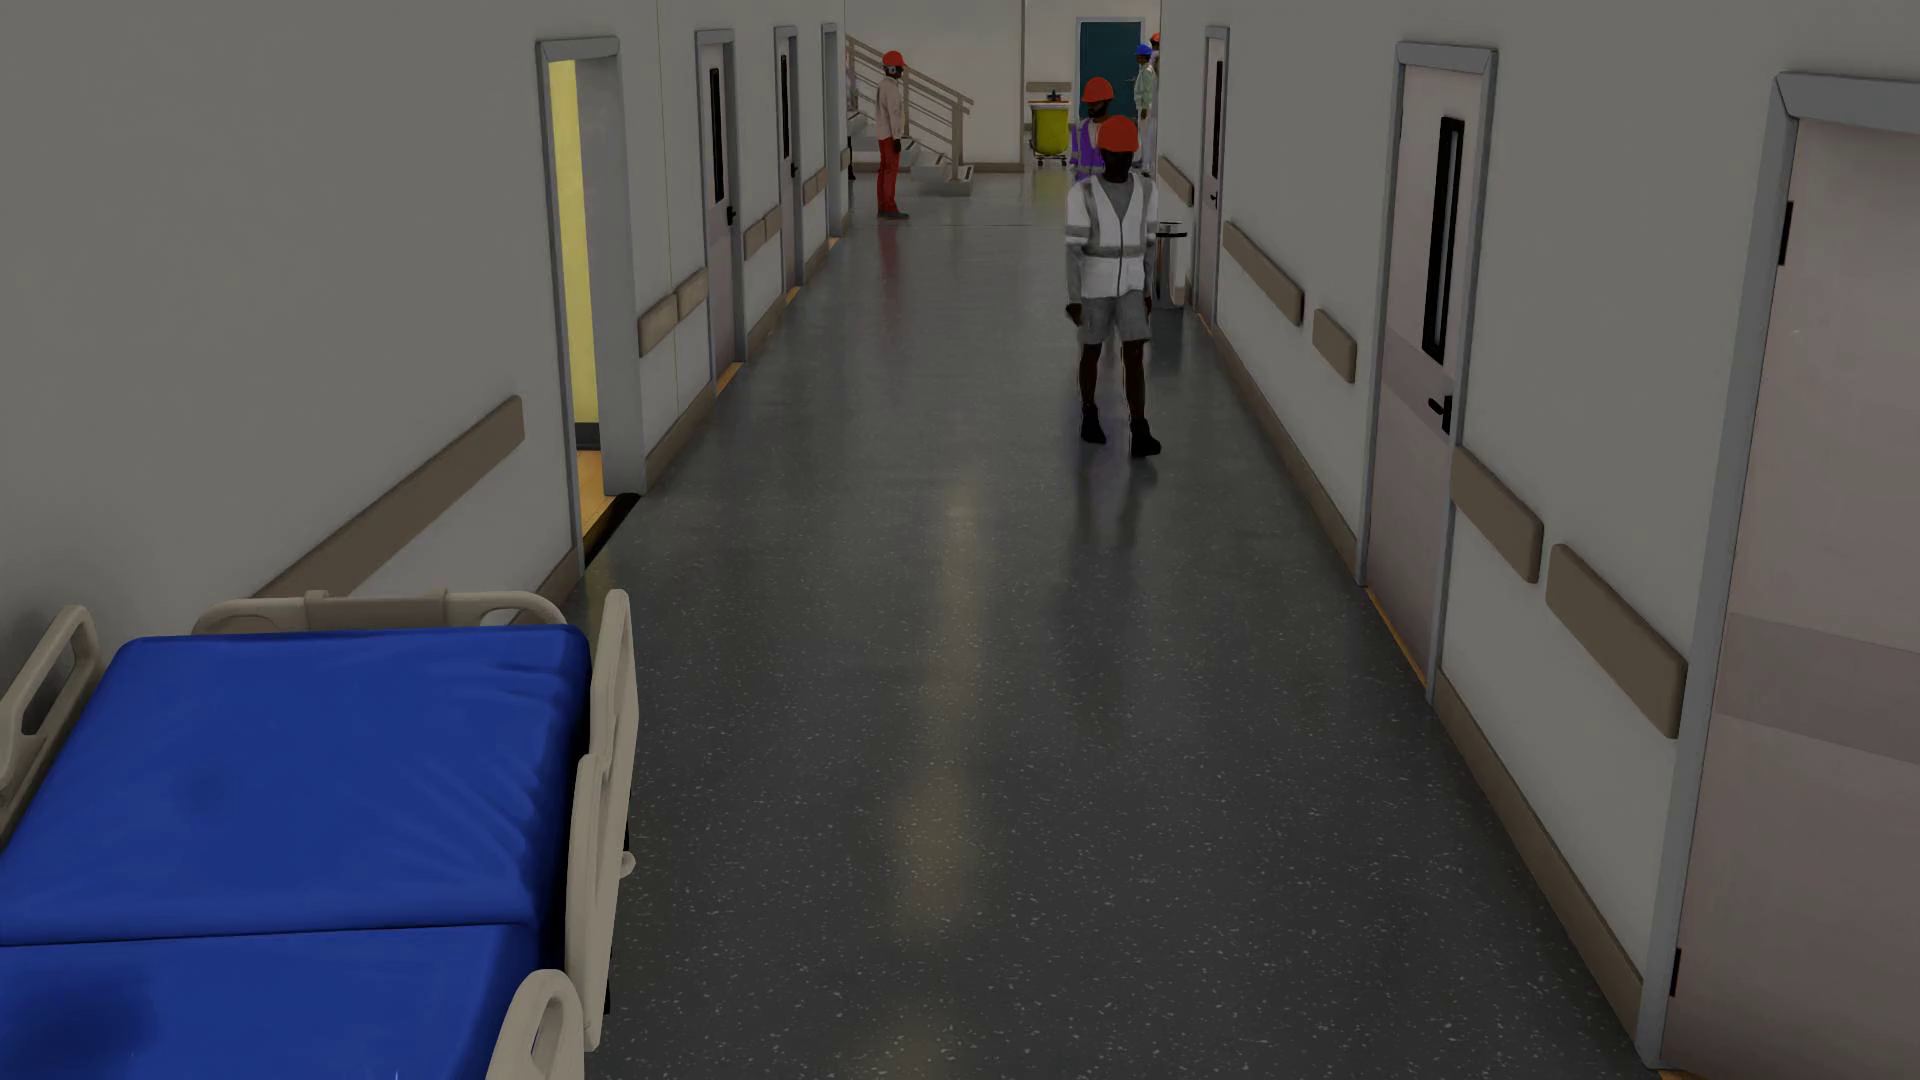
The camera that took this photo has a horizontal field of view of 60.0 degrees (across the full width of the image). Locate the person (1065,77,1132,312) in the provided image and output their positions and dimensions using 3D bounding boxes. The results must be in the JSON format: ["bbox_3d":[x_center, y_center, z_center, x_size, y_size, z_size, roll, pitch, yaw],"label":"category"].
[{"bbox_3d":[1.135,-2.833,13.768,0.553,1.934,0.363,10,20,30],"label":"person"}]

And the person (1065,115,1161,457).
[{"bbox_3d":[0.880,-1.409,9.362,0.568,1.890,0.946,-4,18,-12],"label":"person"}]

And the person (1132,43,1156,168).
[{"bbox_3d":[2.966,-6.980,26.779,0.402,1.949,0.605,1,18,5],"label":"person"}]

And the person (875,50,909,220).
[{"bbox_3d":[-0.825,-4.894,20.148,0.396,1.992,0.623,-6,18,-17],"label":"person"}]
